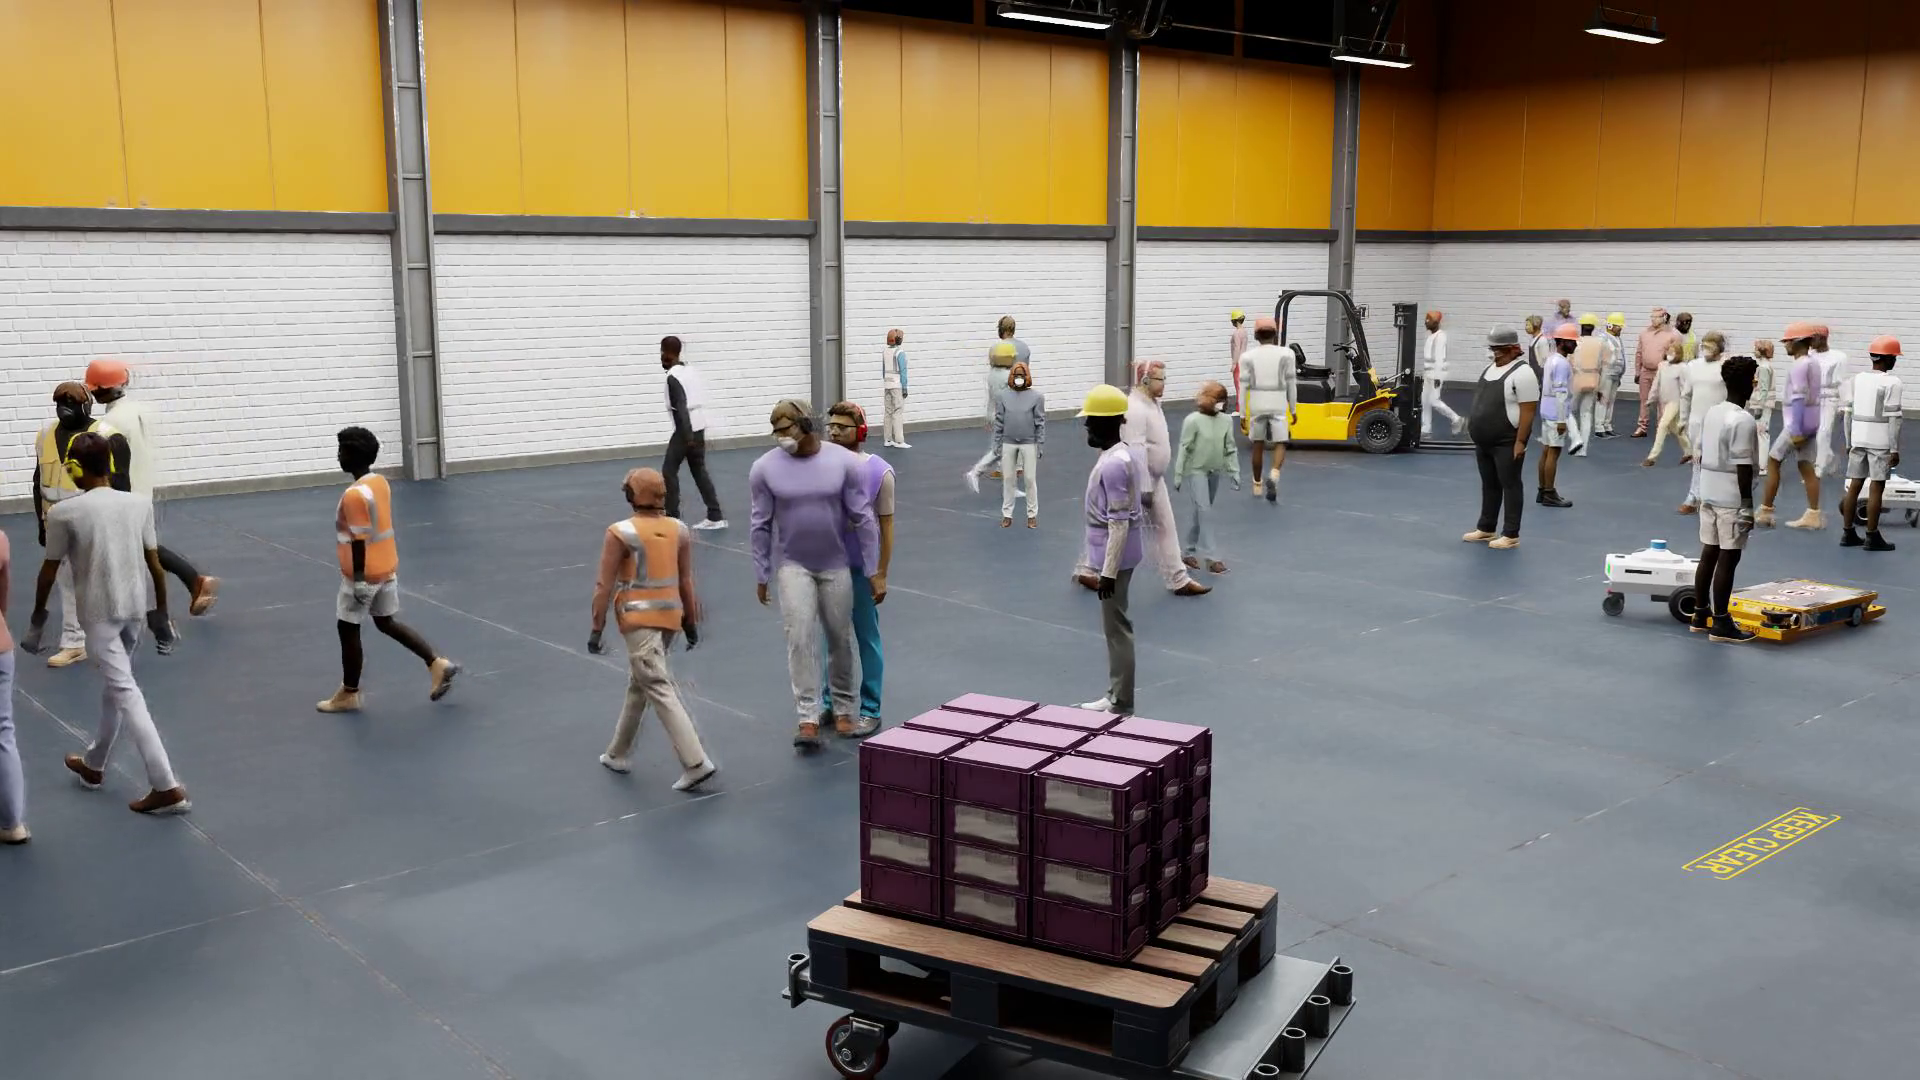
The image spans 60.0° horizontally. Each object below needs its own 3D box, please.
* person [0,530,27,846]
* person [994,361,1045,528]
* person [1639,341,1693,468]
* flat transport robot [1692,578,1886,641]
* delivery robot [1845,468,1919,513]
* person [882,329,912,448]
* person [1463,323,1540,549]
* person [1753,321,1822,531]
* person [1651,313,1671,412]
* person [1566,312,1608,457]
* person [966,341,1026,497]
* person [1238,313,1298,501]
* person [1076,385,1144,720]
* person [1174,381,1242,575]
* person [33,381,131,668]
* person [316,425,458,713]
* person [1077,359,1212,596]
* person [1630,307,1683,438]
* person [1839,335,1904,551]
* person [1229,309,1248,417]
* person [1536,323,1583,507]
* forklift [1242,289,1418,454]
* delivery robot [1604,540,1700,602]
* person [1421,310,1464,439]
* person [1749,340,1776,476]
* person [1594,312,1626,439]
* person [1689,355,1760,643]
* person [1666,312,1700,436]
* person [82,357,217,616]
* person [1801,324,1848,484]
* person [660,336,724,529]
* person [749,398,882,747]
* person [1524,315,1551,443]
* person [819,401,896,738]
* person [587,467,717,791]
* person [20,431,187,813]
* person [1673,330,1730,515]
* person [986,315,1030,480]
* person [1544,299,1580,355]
[{"bbox_3d":[-4.395,0.519,7.318,0.366,1.763,0.538,4,10,21],"label":"person"},{"bbox_3d":[0.578,-0.920,16.151,0.505,1.629,0.278,2,10,14],"label":"person"},{"bbox_3d":[8.932,-1.702,20.789,0.832,1.587,0.542,-2,10,-12],"label":"person"},{"bbox_3d":[5.945,0.481,11.899,1.431,0.197,0.652,-7,12,-35],"label":"flat transport robot"},{"bbox_3d":[9.131,-0.473,16.378,0.707,0.478,0.477,3,10,15],"label":"delivery robot"},{"bbox_3d":[-0.890,-2.077,22.871,0.308,1.640,0.510,-7,12,-36],"label":"person"},{"bbox_3d":[4.875,-0.946,15.078,0.536,2.000,0.683,-3,10,-16],"label":"person"},{"bbox_3d":[7.990,-1.099,16.085,0.897,2.003,0.631,9,13,43],"label":"person"},{"bbox_3d":[11.758,-2.969,27.926,0.316,1.696,0.540,-8,13,-41],"label":"person"},{"bbox_3d":[8.160,-2.032,21.825,0.612,1.904,0.427,0,10,-2],"label":"person"},{"bbox_3d":[0.422,-1.297,18.062,0.636,1.726,0.490,-6,11,-32],"label":"person"},{"bbox_3d":[3.304,-1.418,17.883,0.652,2.023,0.792,3,10,16],"label":"person"},{"bbox_3d":[0.832,0.095,9.316,0.388,1.926,0.590,1,10,8],"label":"person"},{"bbox_3d":[2.104,-0.509,13.792,0.514,1.593,0.812,-6,11,-32],"label":"person"},{"bbox_3d":[-5.643,-0.097,10.685,0.626,1.846,0.429,1,10,4],"label":"person"},{"bbox_3d":[-3.347,0.171,9.578,0.733,1.677,0.535,0,10,2],"label":"person"},{"bbox_3d":[1.405,-0.477,12.904,1.045,1.859,0.645,5,11,25],"label":"person"},{"bbox_3d":[10.052,-2.409,24.037,0.400,1.907,0.644,-8,13,-40],"label":"person"},{"bbox_3d":[8.228,-0.873,14.955,0.367,1.935,0.552,-3,10,-19],"label":"person"},{"bbox_3d":[4.571,-2.905,27.369,0.328,1.762,0.523,5,11,26],"label":"person"},{"bbox_3d":[6.329,-1.319,17.574,0.376,1.934,0.547,1,10,7],"label":"person"},{"bbox_3d":[5.034,-2.339,22.783,2.313,2.155,1.214,3,10,16],"label":"forklift"},{"bbox_3d":[5.104,0.242,12.192,0.707,0.478,0.477,4,11,22],"label":"delivery robot"},{"bbox_3d":[6.888,-2.369,23.930,0.651,1.864,0.586,-1,10,-5],"label":"person"},{"bbox_3d":[9.626,-1.585,19.986,0.314,1.642,0.514,5,11,27],"label":"person"},{"bbox_3d":[9.418,-2.378,24.087,0.404,1.828,0.587,9,13,43],"label":"person"},{"bbox_3d":[5.287,-0.287,11.431,0.361,1.965,0.613,0,10,-1],"label":"person"},{"bbox_3d":[10.528,-2.411,24.340,0.654,1.811,0.804,0,10,2],"label":"person"},{"bbox_3d":[-5.779,-0.325,11.717,0.800,1.946,0.645,-1,10,-7],"label":"person"},{"bbox_3d":[10.044,-1.579,19.317,0.727,1.865,0.608,-6,11,-31],"label":"person"},{"bbox_3d":[-2.668,-1.022,16.019,0.842,1.870,0.612,2,10,10],"label":"person"},{"bbox_3d":[-0.771,0.181,8.938,0.701,1.895,0.621,-1,10,-6],"label":"person"},{"bbox_3d":[8.053,-2.253,23.415,0.876,1.799,0.514,2,10,9],"label":"person"},{"bbox_3d":[-0.609,0.153,9.200,0.567,1.850,0.389,6,11,30],"label":"person"},{"bbox_3d":[-1.533,0.435,8.311,0.836,1.590,0.559,7,12,35],"label":"person"},{"bbox_3d":[-4.108,0.387,7.970,1.006,1.804,0.543,6,11,29],"label":"person"},{"bbox_3d":[7.745,-1.212,17.097,0.971,1.893,0.628,-5,11,-27],"label":"person"},{"bbox_3d":[0.554,-1.678,19.662,0.372,1.940,0.631,9,13,43],"label":"person"},{"bbox_3d":[10.692,-3.304,29.385,0.664,1.859,0.953,-4,10,-20],"label":"person"}]
